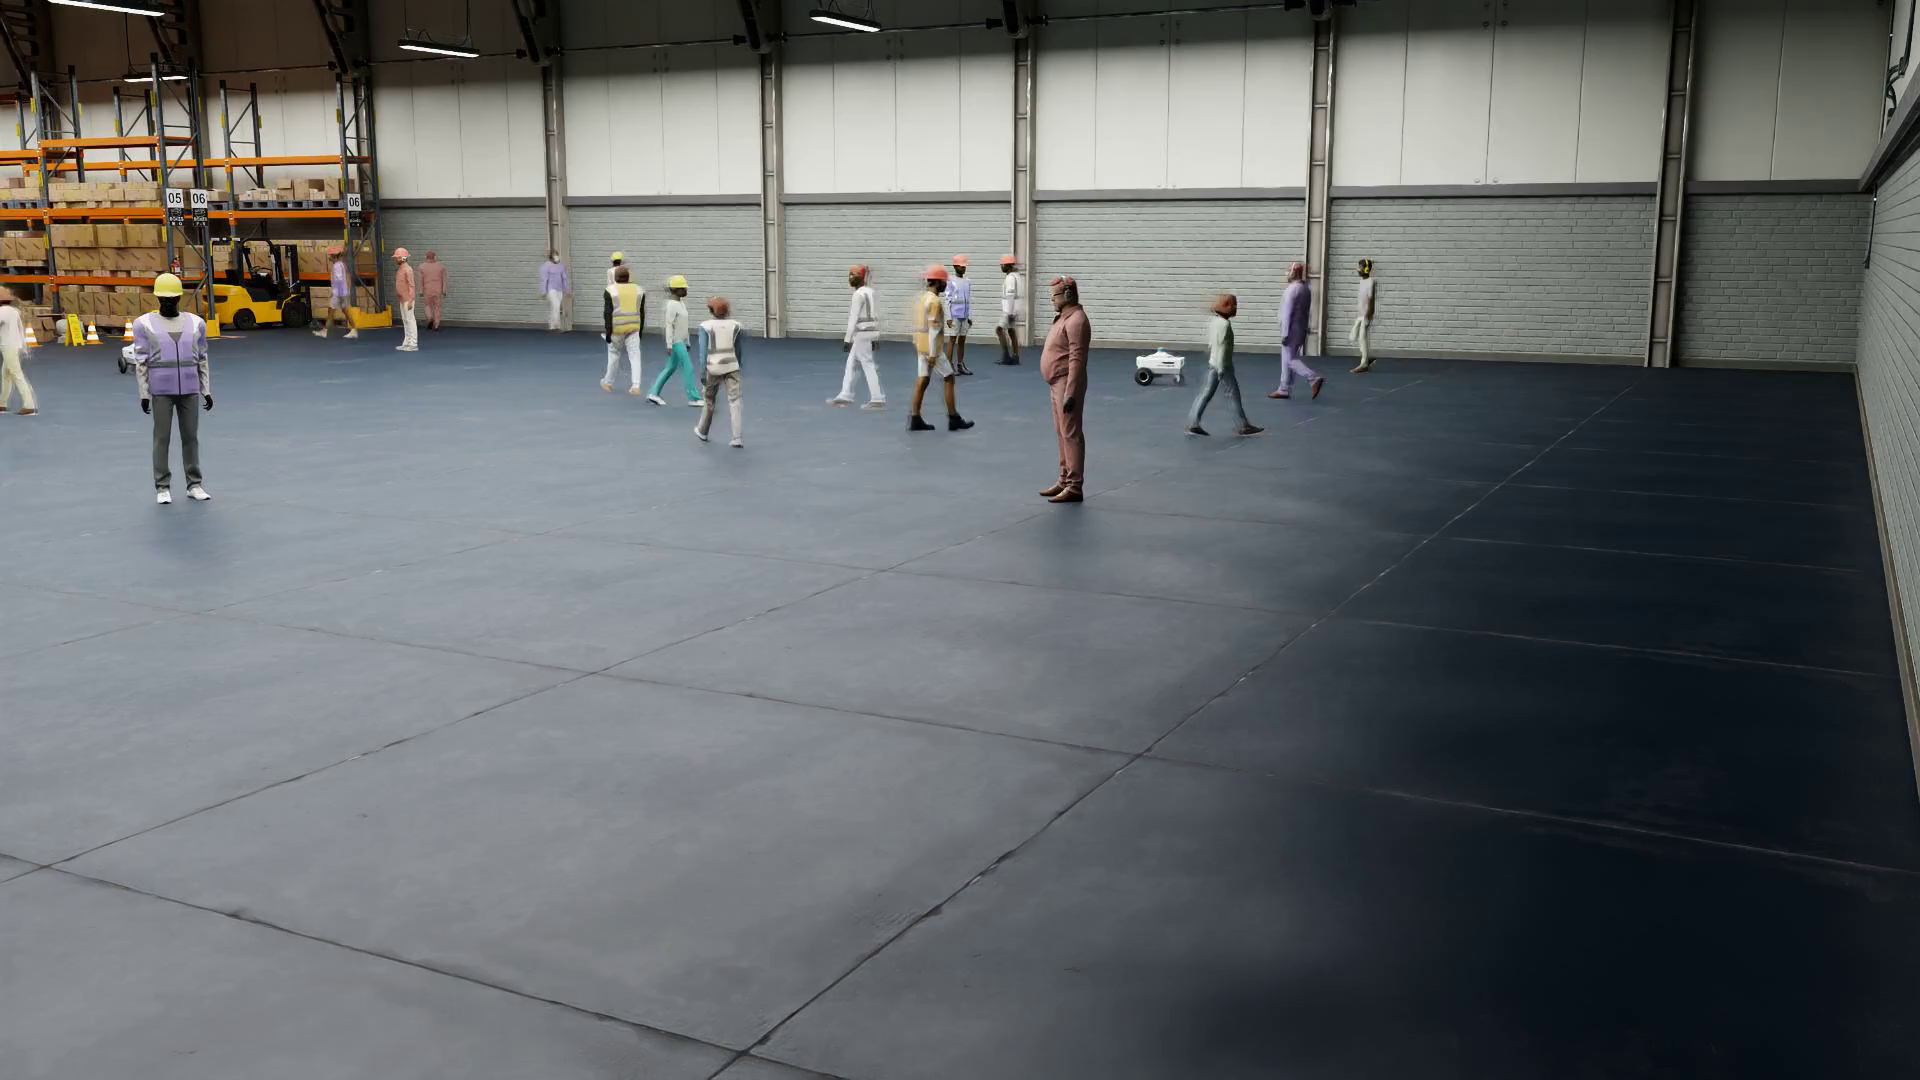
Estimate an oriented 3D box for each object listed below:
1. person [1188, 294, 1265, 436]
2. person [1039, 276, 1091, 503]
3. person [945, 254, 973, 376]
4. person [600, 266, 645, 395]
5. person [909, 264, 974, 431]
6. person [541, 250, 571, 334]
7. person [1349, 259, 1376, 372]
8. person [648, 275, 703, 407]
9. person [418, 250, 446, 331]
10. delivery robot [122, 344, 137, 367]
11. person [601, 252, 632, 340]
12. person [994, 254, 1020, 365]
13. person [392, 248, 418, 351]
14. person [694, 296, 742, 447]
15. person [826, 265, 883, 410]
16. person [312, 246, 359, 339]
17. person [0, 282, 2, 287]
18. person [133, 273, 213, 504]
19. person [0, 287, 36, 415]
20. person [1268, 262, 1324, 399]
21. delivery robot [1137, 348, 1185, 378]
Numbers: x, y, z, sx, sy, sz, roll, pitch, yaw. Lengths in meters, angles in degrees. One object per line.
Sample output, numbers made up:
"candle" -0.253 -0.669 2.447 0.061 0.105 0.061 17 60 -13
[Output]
"person" 2.957 -1.941 18.552 0.859 1.584 0.517 -1 10 -3
"person" 0.882 -1.271 14.054 0.409 1.904 0.640 -1 10 -7
"person" -0.010 -3.593 26.619 0.355 1.939 0.544 10 14 43
"person" -4.817 -2.981 23.652 0.653 1.799 0.926 -7 12 -33
"person" -0.205 -2.197 19.109 0.854 1.902 0.555 -3 11 -18
"person" -9.144 -5.650 37.935 0.867 1.909 0.634 6 12 31
"person" 6.587 -3.658 27.192 0.396 1.856 0.563 -1 10 -4
"person" -3.729 -2.609 21.835 0.874 1.725 0.531 1 10 6
"person" -12.424 -5.874 39.174 0.656 1.889 0.443 -5 11 -24
"delivery robot" -13.343 -3.024 27.033 0.477 0.478 0.707 -9 14 -41
"person" -7.151 -5.047 34.676 0.615 1.878 0.976 -9 14 -41
"person" 0.786 -3.975 28.753 0.585 1.914 0.564 2 11 8
"person" -10.798 -4.677 32.369 0.389 1.995 0.612 -7 13 -35
"person" -2.583 -1.803 17.798 0.542 1.592 0.879 -6 12 -31
"person" -1.389 -2.590 21.393 0.894 1.847 0.602 1 10 6
"person" -13.632 -5.370 36.151 1.029 1.992 0.624 -2 11 -12
"person" -24.249 -6.279 41.625 0.868 1.816 0.636 5 11 25
"person" -6.599 -1.272 14.001 0.589 1.924 0.384 -9 14 -41
"person" -11.940 -2.344 20.722 0.772 1.597 0.512 -1 10 -4
"person" 4.599 -2.839 22.655 0.765 1.880 0.651 6 12 30
"delivery robot" 3.013 -2.644 24.958 0.707 0.478 0.477 2 11 10
